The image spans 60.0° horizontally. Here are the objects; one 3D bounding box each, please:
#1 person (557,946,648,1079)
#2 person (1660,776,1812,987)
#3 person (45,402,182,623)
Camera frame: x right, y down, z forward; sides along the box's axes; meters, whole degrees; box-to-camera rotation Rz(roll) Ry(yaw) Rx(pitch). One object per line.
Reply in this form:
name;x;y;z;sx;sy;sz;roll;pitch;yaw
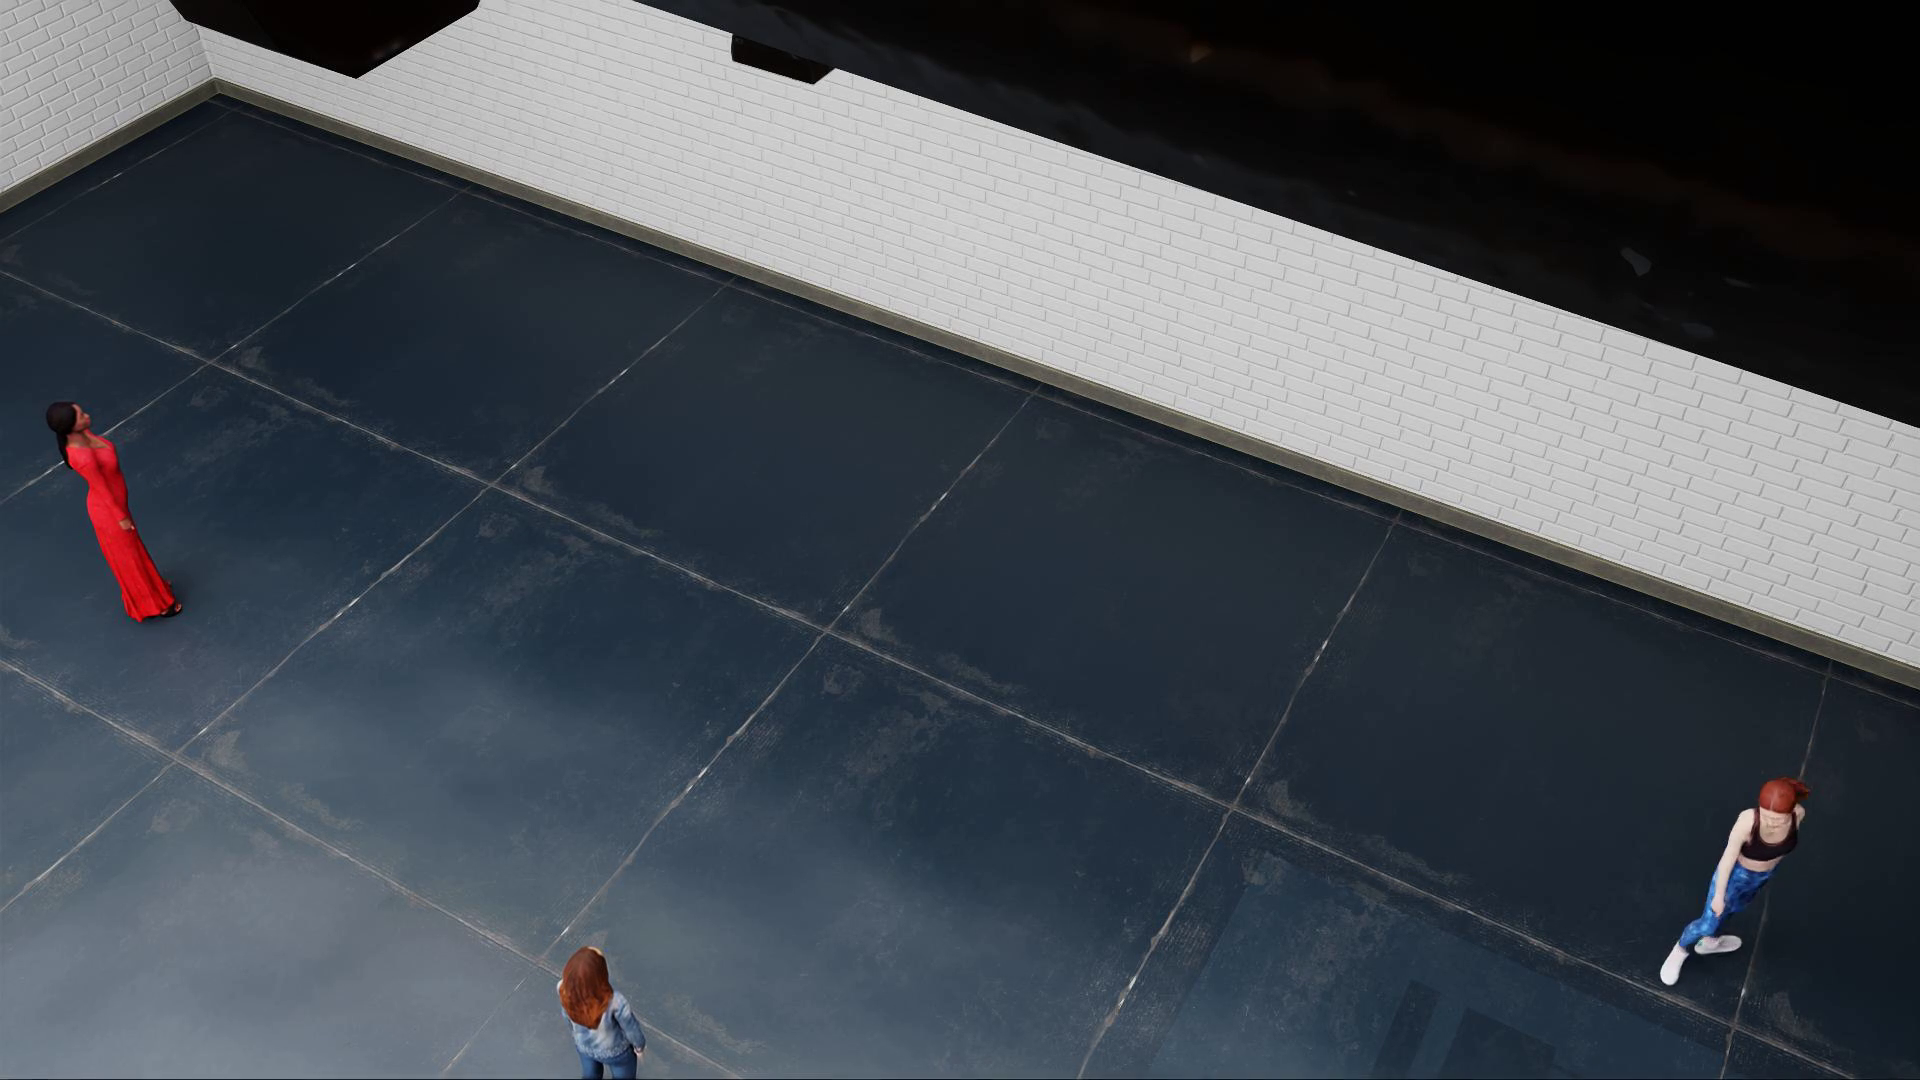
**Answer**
person;-1.793;2.509;8.320;0.598;1.473;0.543;13;45;13
person;4.210;1.775;8.888;0.735;1.763;0.832;-23;48;-22
person;-5.585;-0.193;10.939;0.736;1.784;0.714;-22;48;-22
